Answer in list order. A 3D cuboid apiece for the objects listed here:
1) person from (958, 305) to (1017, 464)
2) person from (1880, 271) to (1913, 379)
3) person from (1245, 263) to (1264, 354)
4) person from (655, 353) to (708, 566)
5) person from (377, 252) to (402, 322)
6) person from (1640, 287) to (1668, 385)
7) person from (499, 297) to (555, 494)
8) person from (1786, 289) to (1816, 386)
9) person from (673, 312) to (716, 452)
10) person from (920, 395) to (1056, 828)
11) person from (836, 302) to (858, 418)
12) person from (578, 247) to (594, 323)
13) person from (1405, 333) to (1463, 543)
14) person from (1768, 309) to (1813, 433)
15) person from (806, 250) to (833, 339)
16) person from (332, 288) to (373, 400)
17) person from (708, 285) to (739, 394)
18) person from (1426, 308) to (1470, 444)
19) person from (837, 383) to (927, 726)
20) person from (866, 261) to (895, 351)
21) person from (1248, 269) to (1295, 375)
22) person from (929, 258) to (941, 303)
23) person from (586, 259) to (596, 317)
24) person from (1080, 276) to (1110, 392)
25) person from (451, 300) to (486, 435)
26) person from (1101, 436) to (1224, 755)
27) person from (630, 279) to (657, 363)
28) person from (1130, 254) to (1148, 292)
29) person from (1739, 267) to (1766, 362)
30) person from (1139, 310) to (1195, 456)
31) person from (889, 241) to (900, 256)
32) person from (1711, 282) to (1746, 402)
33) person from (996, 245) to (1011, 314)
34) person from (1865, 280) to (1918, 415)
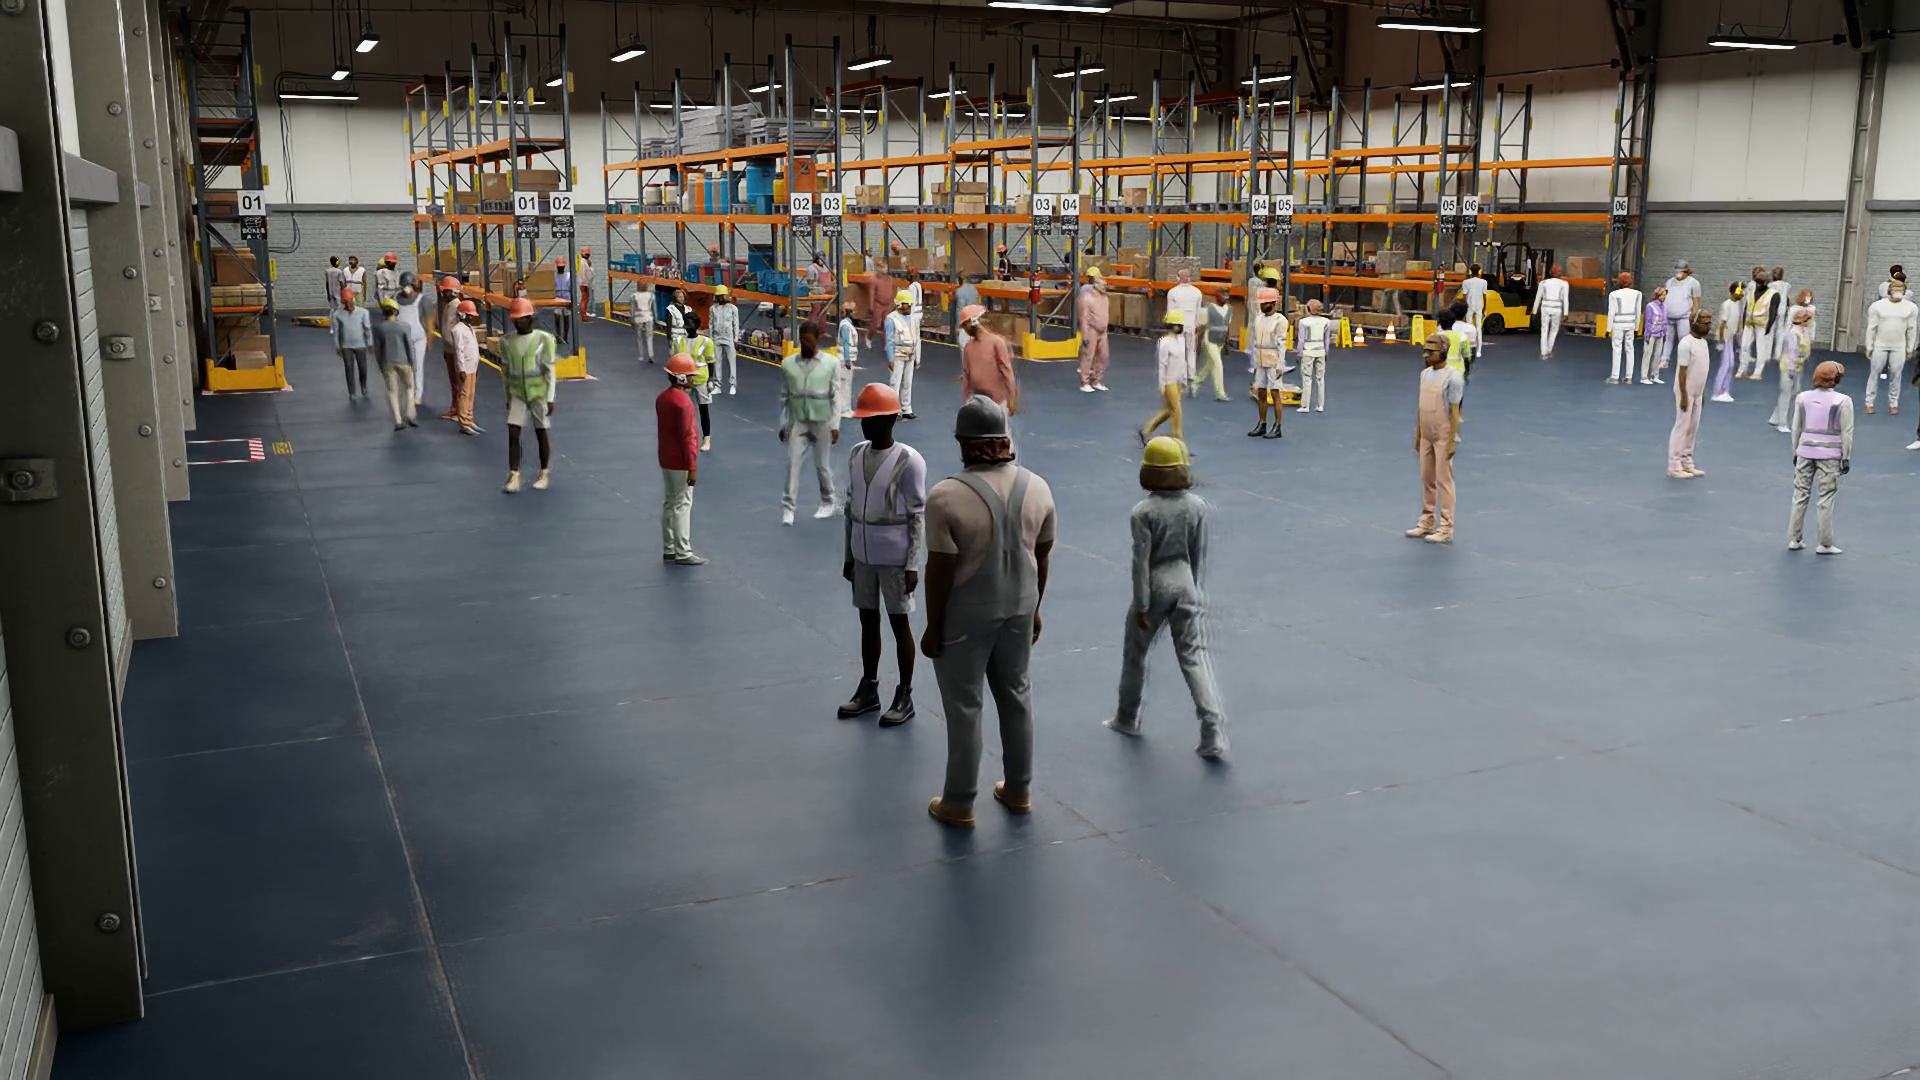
[{"bbox_3d":[0.314,-1.416,16.996,0.393,1.945,0.757,-11,15,-43],"label":"person"},{"bbox_3d":[16.281,-3.735,28.982,0.507,1.863,0.327,1,11,7],"label":"person"},{"bbox_3d":[6.045,-4.724,34.020,0.328,1.861,0.498,-4,12,-22],"label":"person"},{"bbox_3d":[-2.277,-0.655,13.620,0.344,1.747,0.572,-7,13,-31],"label":"person"},{"bbox_3d":[-12.173,-5.151,35.707,0.395,2.038,0.615,8,14,35],"label":"person"},{"bbox_3d":[11.728,-3.440,28.061,0.514,1.634,0.313,-6,13,-29],"label":"person"},{"bbox_3d":[-4.462,-1.465,17.068,0.612,2.012,0.891,1,11,4],"label":"person"},{"bbox_3d":[14.003,-3.389,27.796,0.533,1.621,0.448,-2,11,-12],"label":"person"},{"bbox_3d":[-3.222,-1.909,20.111,0.542,1.695,0.316,2,11,12],"label":"person"},{"bbox_3d":[0.080,0.324,7.882,0.689,2.000,0.537,-7,13,-32],"label":"person"},{"bbox_3d":[-1.589,-2.540,23.494,0.313,1.632,0.518,1,11,3],"label":"person"},{"bbox_3d":[-9.844,-6.705,43.750,0.394,1.985,0.611,-2,11,-11],"label":"person"},{"bbox_3d":[4.182,-0.896,14.613,0.340,1.838,0.506,-5,12,-23],"label":"person"},{"bbox_3d":[10.941,-2.234,21.956,0.396,1.628,0.666,10,15,40],"label":"person"},{"bbox_3d":[-3.180,-5.649,38.241,0.536,2.000,0.688,8,14,34],"label":"person"},{"bbox_3d":[-9.378,-3.025,25.674,0.581,1.733,0.407,-3,12,-17],"label":"person"},{"bbox_3d":[-3.765,-3.182,26.461,0.494,1.743,0.307,2,11,9],"label":"person"},{"bbox_3d":[6.077,-2.043,20.793,0.584,1.695,0.319,-1,11,-5],"label":"person"},{"bbox_3d":[-0.449,0.082,9.375,0.543,1.939,0.360,8,14,36],"label":"person"},{"bbox_3d":[-1.665,-4.884,34.733,0.649,1.893,0.623,-9,14,-38],"label":"person"},{"bbox_3d":[5.549,-3.877,29.647,0.602,1.877,0.950,-8,14,-37],"label":"person"},{"bbox_3d":[-0.816,-8.514,53.616,0.706,1.729,0.305,7,13,31],"label":"person"},{"bbox_3d":[-10.366,-7.046,46.380,0.501,1.632,0.285,9,14,38],"label":"person"},{"bbox_3d":[2.176,-3.318,26.843,0.520,1.876,0.665,10,15,40],"label":"person"},{"bbox_3d":[-6.421,-2.251,21.711,0.331,1.747,0.559,0,11,0],"label":"person"},{"bbox_3d":[1.128,0.295,8.934,0.485,1.706,0.883,-5,12,-24],"label":"person"},{"bbox_3d":[-6.093,-4.221,32.101,0.524,1.604,0.824,-3,12,-16],"label":"person"},{"bbox_3d":[5.089,-7.233,47.081,0.534,1.736,0.640,-3,12,-15],"label":"person"},{"bbox_3d":[15.354,-4.365,32.231,0.342,1.837,0.508,4,12,18],"label":"person"},{"bbox_3d":[2.493,-1.896,19.942,0.771,1.741,0.530,8,14,35],"label":"person"},{"bbox_3d":[-1.921,-7.838,49.360,0.372,2.044,0.607,7,13,30],"label":"person"},{"bbox_3d":[11.799,-3.049,25.567,0.385,1.837,0.548,9,15,40],"label":"person"},{"bbox_3d":[1.145,-6.846,44.373,0.409,2.028,0.612,4,12,18],"label":"person"},{"bbox_3d":[13.329,-2.759,23.848,0.628,1.930,0.370,5,12,22],"label":"person"}]
